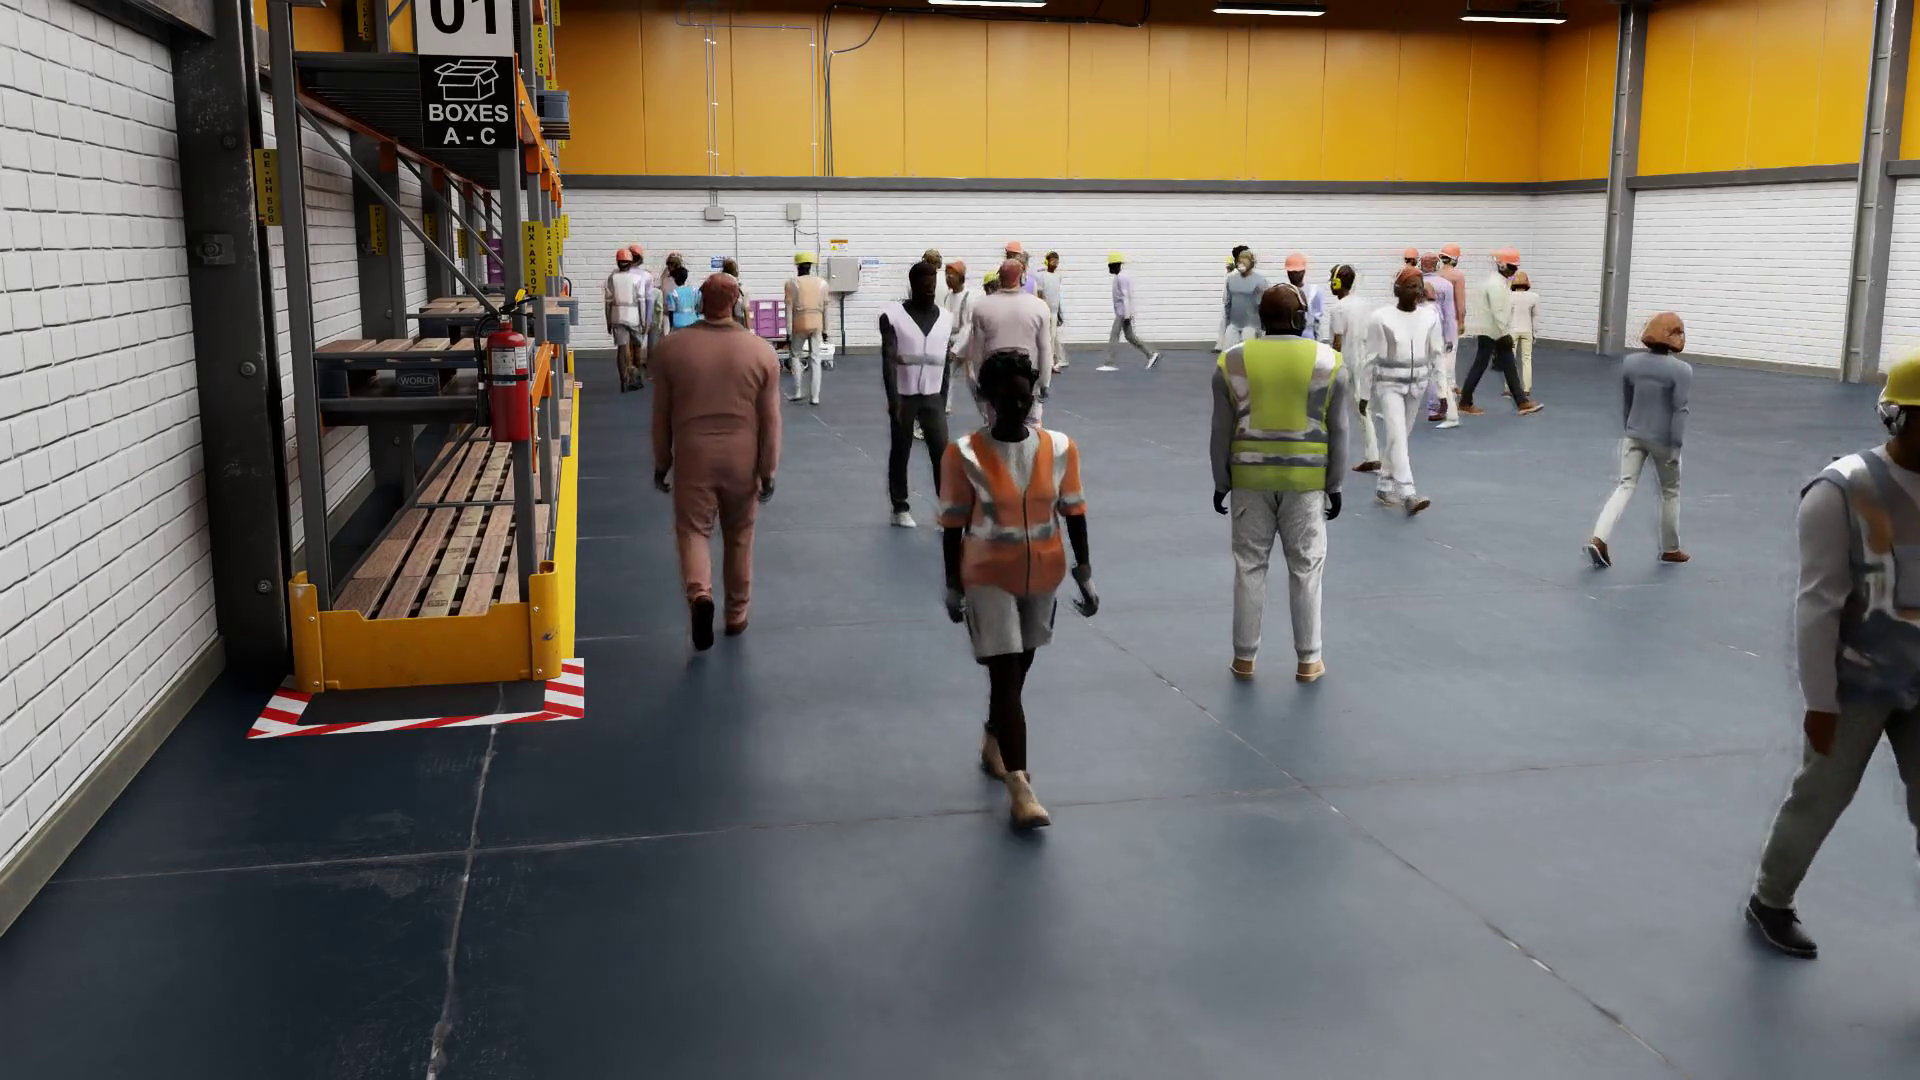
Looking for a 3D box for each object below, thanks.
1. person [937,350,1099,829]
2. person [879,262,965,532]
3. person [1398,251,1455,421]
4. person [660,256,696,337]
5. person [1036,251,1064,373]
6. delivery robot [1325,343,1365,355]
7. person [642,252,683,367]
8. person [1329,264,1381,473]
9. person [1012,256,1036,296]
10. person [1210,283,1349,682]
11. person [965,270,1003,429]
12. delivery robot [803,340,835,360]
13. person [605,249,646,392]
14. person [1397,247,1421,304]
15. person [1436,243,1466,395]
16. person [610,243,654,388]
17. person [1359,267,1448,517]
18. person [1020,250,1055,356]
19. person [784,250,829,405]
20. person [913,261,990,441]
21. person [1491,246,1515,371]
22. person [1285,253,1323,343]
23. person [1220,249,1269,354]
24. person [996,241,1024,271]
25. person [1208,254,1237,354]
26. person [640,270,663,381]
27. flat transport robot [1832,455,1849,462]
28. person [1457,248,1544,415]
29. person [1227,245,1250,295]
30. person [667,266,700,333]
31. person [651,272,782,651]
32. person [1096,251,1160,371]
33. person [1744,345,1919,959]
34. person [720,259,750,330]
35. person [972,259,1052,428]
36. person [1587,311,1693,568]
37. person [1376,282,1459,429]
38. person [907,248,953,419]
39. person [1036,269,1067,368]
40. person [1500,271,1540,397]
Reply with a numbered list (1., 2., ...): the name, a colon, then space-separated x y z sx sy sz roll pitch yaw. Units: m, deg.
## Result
1. person: 0.194 0.143 5.988 0.539 1.649 0.872 -4 11 -20
2. person: -0.258 -0.972 11.540 0.600 1.875 0.927 -5 11 -26
3. person: 5.280 -2.300 18.820 0.654 1.905 0.408 7 12 35
4. person: -4.306 -3.455 25.543 0.632 1.794 0.987 3 11 18
5. person: 1.379 -3.455 25.369 0.520 1.855 0.333 -9 14 -41
6. delivery robot: 5.983 -2.923 25.758 0.707 0.478 0.477 1 10 4
7. person: -4.545 -3.574 26.062 1.014 1.855 0.648 -4 11 -20
8. person: 3.353 -1.512 14.706 0.537 1.821 0.993 -9 13 -40
9. person: 0.828 -3.201 24.084 0.588 1.813 0.654 2 10 12
10. person: 1.470 -0.258 7.696 0.625 1.840 0.430 2 11 13
11. person: 0.350 -1.778 16.389 0.634 1.735 0.473 -6 12 -32
12. delivery robot: -2.313 -2.944 25.878 0.707 0.478 0.477 -5 11 -27
13. person: -4.502 -2.970 22.514 0.563 1.906 0.853 0 10 -1
14. person: 7.491 -3.974 28.083 0.764 1.918 0.557 0 10 2
15. person: 6.403 -2.898 21.887 0.379 1.996 0.610 -7 12 -34
16. person: -4.508 -3.080 22.896 0.636 2.000 0.933 -4 11 -19
17. person: 3.338 -1.104 12.411 0.604 1.822 1.007 -3 11 -14
18. person: 1.144 -3.800 27.205 1.001 1.898 0.618 -4 11 -20
19. person: -1.931 -2.641 20.710 0.611 1.897 0.749 -4 11 -23
20. person: -0.019 -1.913 16.909 1.030 1.825 0.575 -8 13 -39
21. person: 8.515 -3.612 26.014 0.369 1.935 0.545 3 11 18
22. person: 3.441 -1.998 17.182 0.568 1.890 0.946 3 11 16
23. person: 3.483 -2.600 20.456 0.453 1.919 0.646 -9 14 -41
24. person: 0.830 -3.806 26.867 0.665 2.006 0.625 5 12 28
25. person: 4.927 -4.197 29.662 0.901 1.800 0.590 -4 11 -21
26. person: -4.506 -3.061 23.863 0.515 1.596 0.771 -1 10 -5
27. flat transport robot: 7.796 -0.520 13.494 0.652 0.197 1.431 -2 10 -9
28. person: 6.251 -2.379 19.171 1.054 1.930 0.585 7 12 35
29. person: 3.927 -3.153 23.392 0.361 1.961 0.613 2 10 11
30. person: -3.878 -3.040 23.545 0.535 1.673 0.750 -7 12 -33
31. person: -1.213 -0.393 8.332 0.651 1.881 0.775 -1 10 -8
32. person: 2.644 -3.575 25.973 0.937 1.887 0.601 1 10 4
33. person: 2.504 0.358 4.448 0.606 1.785 0.907 -1 10 -5
34. person: -2.826 -2.537 20.436 0.517 1.827 0.852 -2 10 -10
35. person: 0.411 -1.265 13.139 0.636 1.890 0.434 1 10 6
36. person: 4.276 -0.620 10.336 0.789 1.604 0.498 -7 12 -35
37. person: 5.030 -2.002 18.053 0.898 1.578 0.521 3 11 14
38. person: -0.313 -2.324 18.864 0.631 1.940 0.372 -5 11 -26
39. person: 1.339 -3.493 26.322 0.894 1.584 0.522 -4 11 -20
40. person: 7.241 -2.660 21.572 0.498 1.633 0.279 1 10 4
